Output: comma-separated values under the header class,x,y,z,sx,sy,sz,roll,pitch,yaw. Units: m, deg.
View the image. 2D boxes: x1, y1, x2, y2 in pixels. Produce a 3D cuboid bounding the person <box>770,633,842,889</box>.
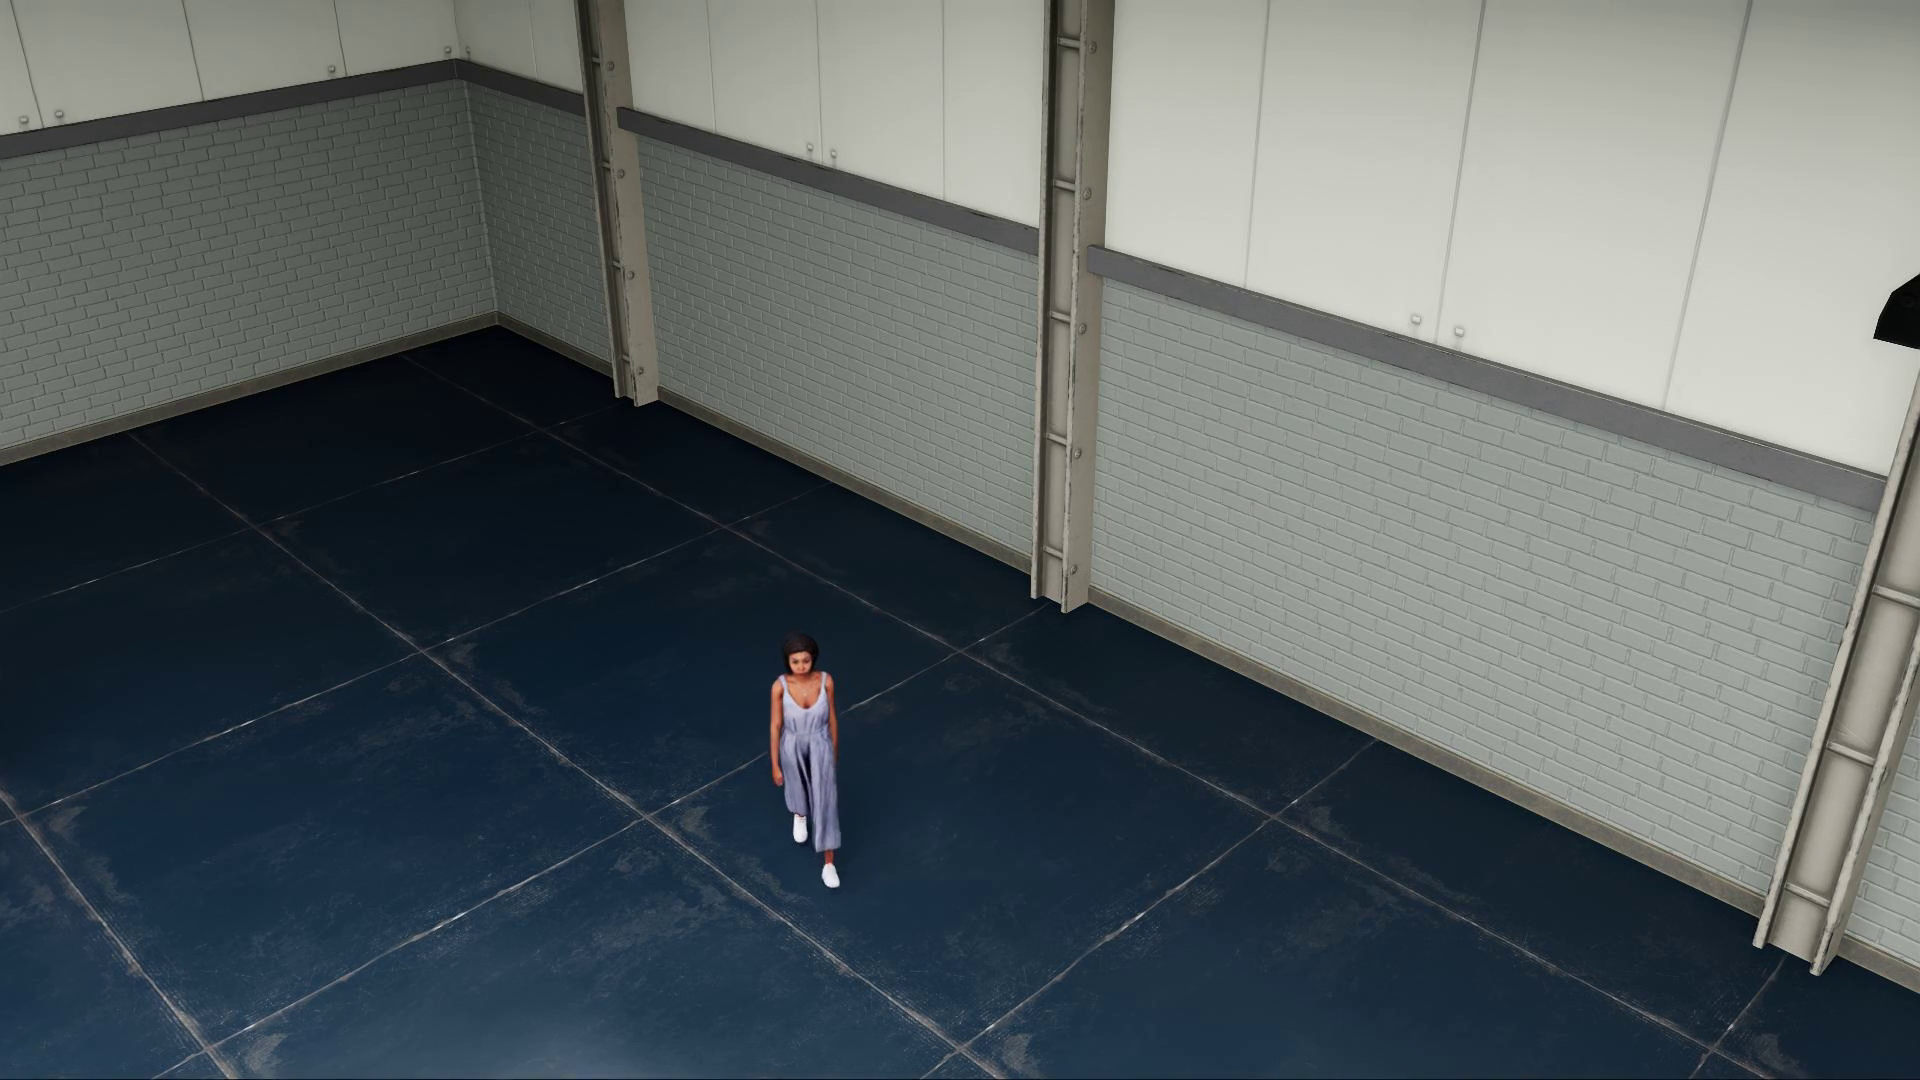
class,x,y,z,sx,sy,sz,roll,pitch,yaw
person,-0.989,1.298,10.565,1.009,1.647,1.159,-4,28,-8
